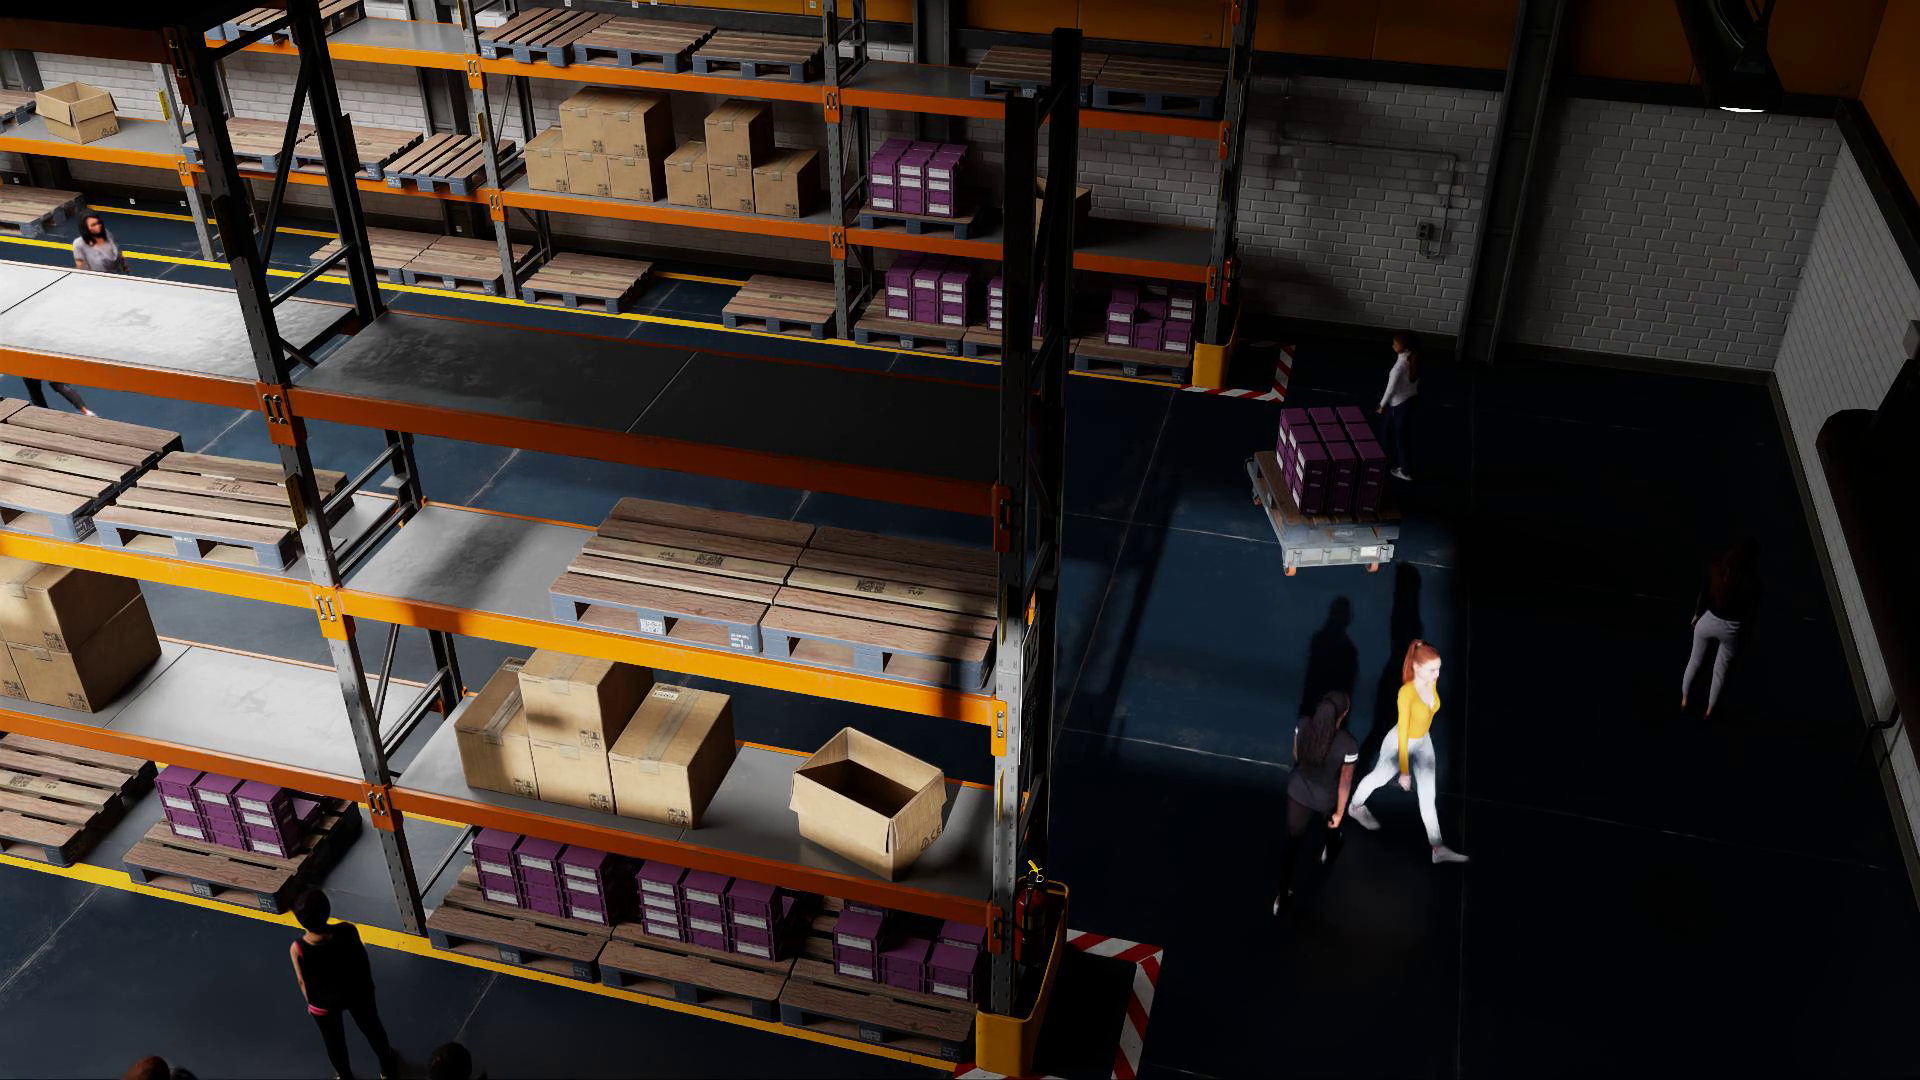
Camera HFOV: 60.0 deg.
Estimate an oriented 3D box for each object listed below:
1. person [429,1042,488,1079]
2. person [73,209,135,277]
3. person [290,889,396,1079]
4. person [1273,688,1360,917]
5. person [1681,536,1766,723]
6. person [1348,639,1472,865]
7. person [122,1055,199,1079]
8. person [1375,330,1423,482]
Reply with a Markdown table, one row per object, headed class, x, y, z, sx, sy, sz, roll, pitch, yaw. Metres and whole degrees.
| class | x | y | z | sx | sy | sz | roll | pitch | yaw |
| --- | --- | --- | --- | --- | --- | --- | --- | --- | --- |
| person | -2.530 | 3.218 | 8.580 | 0.600 | 1.661 | 0.653 | 25 | 41 | 33 |
| person | -9.138 | -2.773 | 17.684 | 1.041 | 1.559 | 0.700 | 12 | 36 | 18 |
| person | -3.590 | 2.599 | 9.609 | 0.616 | 1.552 | 0.678 | -17 | 37 | -24 |
| person | 2.269 | 1.713 | 10.824 | 1.159 | 1.682 | 0.898 | 19 | 38 | 26 |
| person | 5.730 | 0.655 | 12.484 | 0.613 | 1.607 | 0.736 | 27 | 42 | 35 |
| person | 2.948 | 1.393 | 11.298 | 1.037 | 1.691 | 1.248 | -27 | 42 | -34 |
| person | -3.984 | 3.195 | 8.820 | 0.765 | 1.433 | 0.705 | -6 | 34 | -10 |
| person | 4.154 | -1.221 | 15.379 | 0.787 | 1.526 | 0.967 | -29 | 43 | -36 |
